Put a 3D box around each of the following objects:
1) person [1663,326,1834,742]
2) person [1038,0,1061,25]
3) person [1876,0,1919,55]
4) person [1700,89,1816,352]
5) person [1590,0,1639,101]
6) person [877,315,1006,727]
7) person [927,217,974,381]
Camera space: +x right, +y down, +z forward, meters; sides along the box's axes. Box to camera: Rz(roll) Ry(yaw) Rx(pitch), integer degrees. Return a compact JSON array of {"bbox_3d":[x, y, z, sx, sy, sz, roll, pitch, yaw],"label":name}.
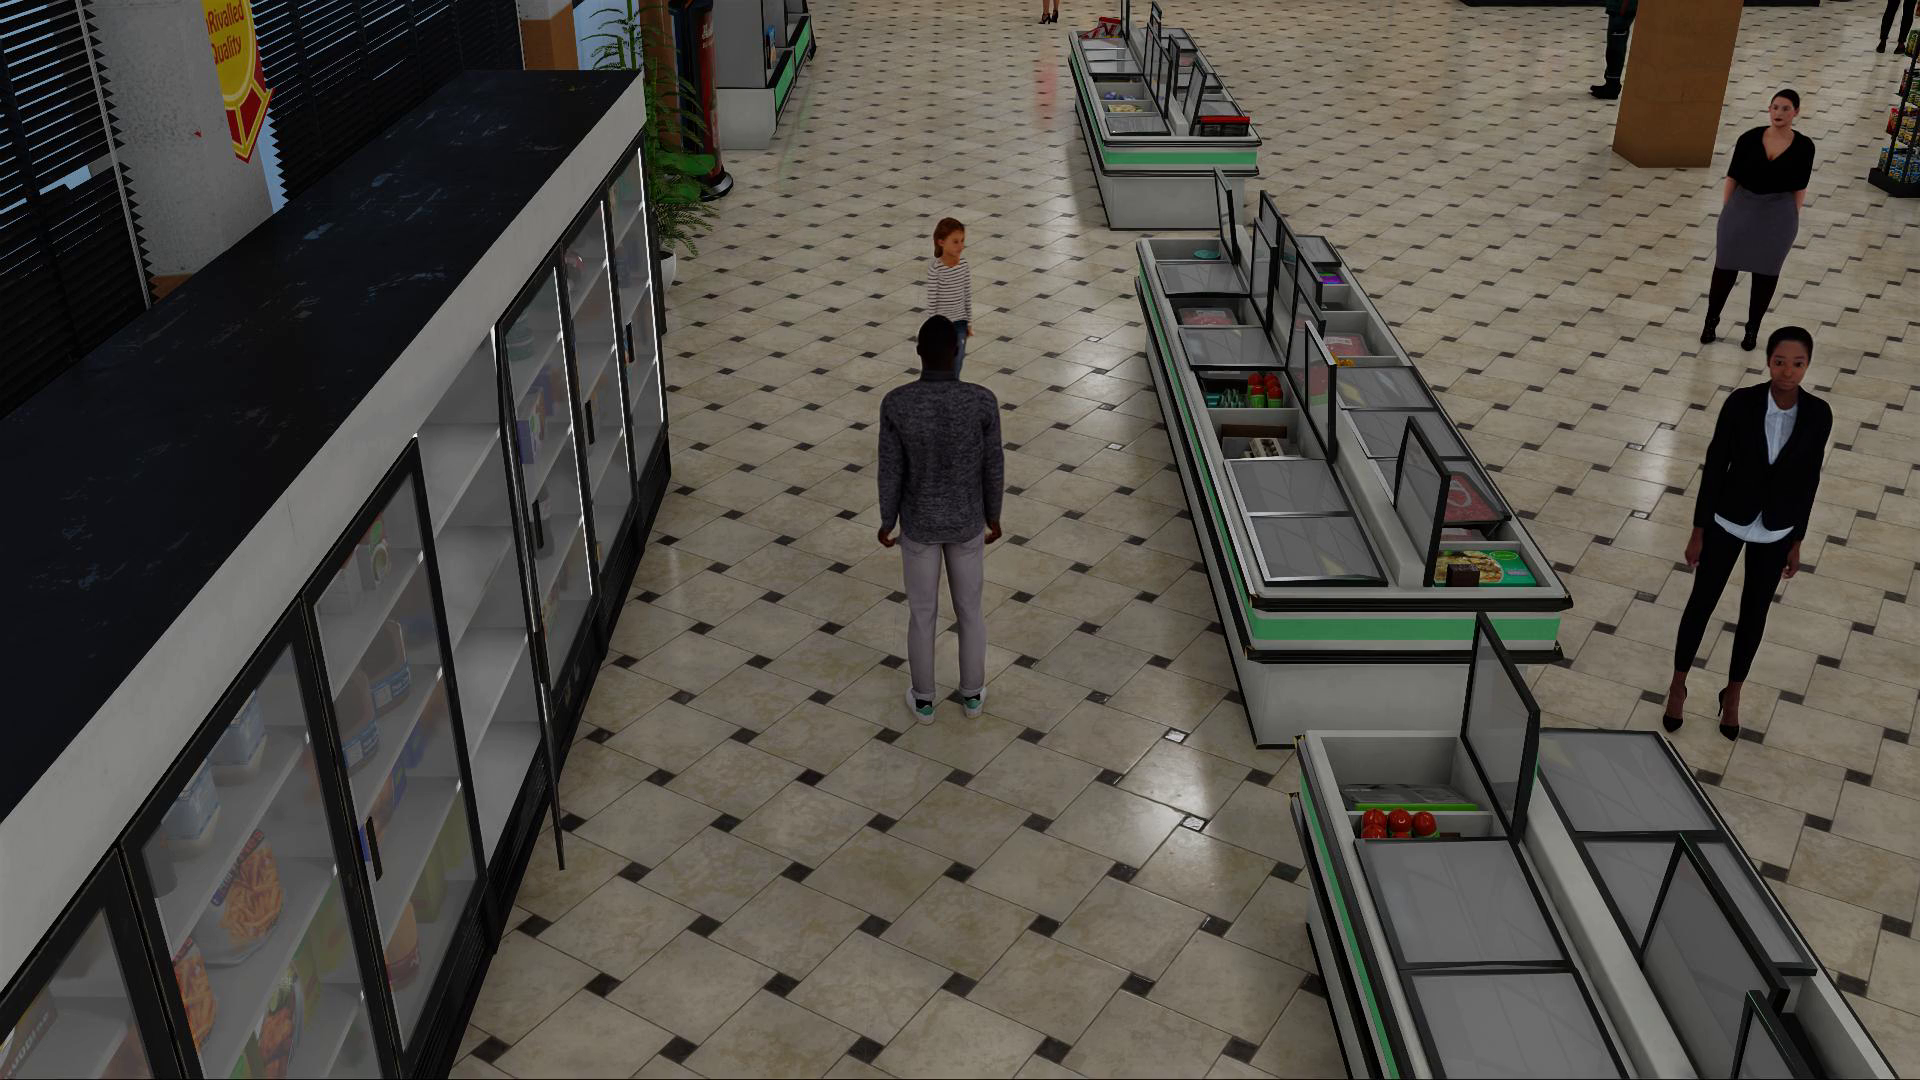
[{"bbox_3d":[3.251,-0.006,6.879,0.647,1.834,0.611,8,28,15],"label":"person"},{"bbox_3d":[1.221,-7.929,22.620,0.663,1.729,0.714,-21,34,-36],"label":"person"},{"bbox_3d":[11.797,-7.004,20.696,0.752,1.820,0.770,18,32,31],"label":"person"},{"bbox_3d":[5.375,-2.153,11.197,0.773,1.759,0.799,16,31,29],"label":"person"},{"bbox_3d":[7.296,-5.814,18.328,0.826,1.839,0.682,10,28,19],"label":"person"},{"bbox_3d":[-0.076,-0.067,6.996,0.705,1.839,0.569,-3,27,-5],"label":"person"},{"bbox_3d":[-0.081,-1.291,9.990,0.561,1.313,0.613,-19,32,-32],"label":"person"}]
